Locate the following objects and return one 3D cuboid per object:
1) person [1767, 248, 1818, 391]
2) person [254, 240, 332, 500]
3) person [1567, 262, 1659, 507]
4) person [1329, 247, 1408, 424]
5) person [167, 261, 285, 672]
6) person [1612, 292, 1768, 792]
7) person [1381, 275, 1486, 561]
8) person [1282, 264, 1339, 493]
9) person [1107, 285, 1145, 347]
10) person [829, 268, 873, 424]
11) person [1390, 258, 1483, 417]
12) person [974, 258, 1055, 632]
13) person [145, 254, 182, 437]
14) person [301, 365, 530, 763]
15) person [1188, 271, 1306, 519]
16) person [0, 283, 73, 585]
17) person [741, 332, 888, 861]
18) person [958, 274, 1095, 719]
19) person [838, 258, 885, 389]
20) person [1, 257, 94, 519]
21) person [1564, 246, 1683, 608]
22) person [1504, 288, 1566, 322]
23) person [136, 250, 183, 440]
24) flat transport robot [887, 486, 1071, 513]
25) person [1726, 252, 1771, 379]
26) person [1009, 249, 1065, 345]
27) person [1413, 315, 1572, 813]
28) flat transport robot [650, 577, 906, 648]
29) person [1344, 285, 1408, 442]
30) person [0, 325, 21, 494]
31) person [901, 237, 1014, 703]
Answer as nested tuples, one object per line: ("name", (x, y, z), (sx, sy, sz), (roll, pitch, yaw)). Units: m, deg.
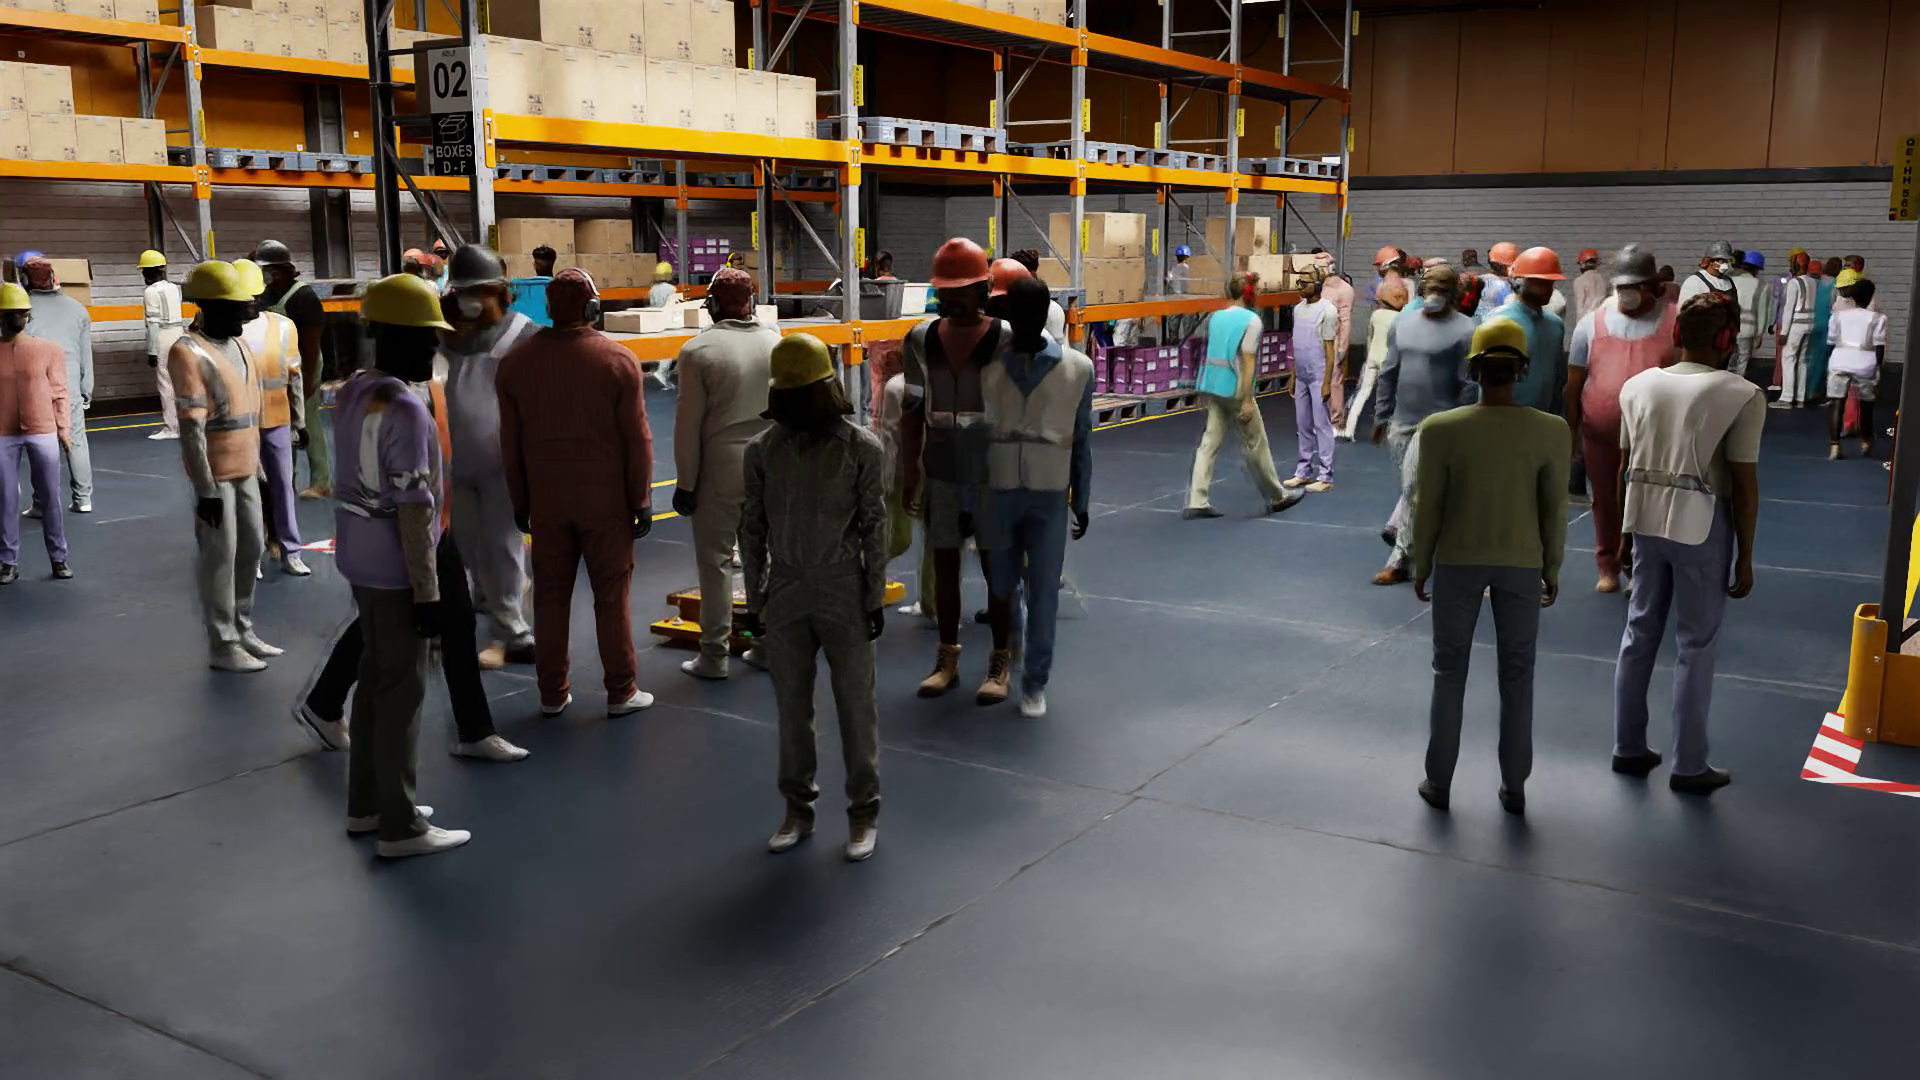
("person", (11.168, -2.950, 22.329), (0.586, 1.920, 0.384), (1, 10, 3))
("person", (-5.299, -1.332, 13.009), (0.689, 2.000, 0.537), (5, 11, 26))
("person", (5.067, -1.194, 12.527), (1.014, 1.930, 0.603), (0, 10, 2))
("person", (4.569, -2.206, 18.151), (1.017, 1.932, 0.614), (8, 13, 37))
("person", (-3.442, -0.341, 7.865), (0.392, 1.924, 0.640), (1, 10, 5))
("person", (2.662, 0.011, 6.143), (0.389, 1.837, 0.562), (-7, 12, -32))
("person", (3.074, -0.754, 10.478), (0.887, 1.797, 0.638), (-5, 11, -26))
("person", (2.837, -1.298, 13.408), (0.350, 1.837, 0.502), (-5, 11, -25))
("person", (2.230, -2.969, 22.631), (0.619, 1.845, 0.430), (-9, 14, -42))
("person", (-1.143, -2.190, 18.147), (0.600, 1.909, 0.398), (-5, 11, -24))
("person", (3.284, -0.999, 11.577), (0.396, 1.901, 0.652), (-9, 14, -41))
("person", (0.270, -0.485, 8.641), (0.386, 1.929, 0.543), (-6, 12, -32))
("person", (-8.200, -1.998, 17.137), (0.357, 1.883, 0.573), (-1, 10, -7))
("person", (-2.191, -0.066, 6.441), (0.952, 1.889, 0.601), (4, 11, 19))
("person", (2.079, -1.051, 12.128), (0.989, 1.788, 0.599), (-5, 11, -26))
("person", (-5.550, -0.626, 9.850), (0.530, 1.772, 0.302), (-6, 12, -30))
("person", (-0.481, 0.188, 5.449), (0.494, 1.730, 0.324), (2, 10, 12))
("person", (0.291, -0.225, 7.329), (0.597, 1.888, 0.844), (1, 10, 6))
("person", (-1.210, -2.668, 21.093), (0.933, 1.792, 0.557), (-8, 13, -38))
("person", (-6.685, -1.112, 12.192), (0.403, 1.902, 0.638), (7, 12, 32))
("person", (3.690, -0.650, 9.231), (0.685, 2.000, 1.014), (6, 12, 28))
("person", (4.906, -1.513, 14.412), (0.645, 1.900, 0.399), (-5, 11, -24))
("person", (-8.122, -1.977, 16.933), (0.397, 1.918, 0.589), (0, 10, 0))
("flat transport robot", (0.199, -0.368, 12.574), (1.431, 0.197, 0.652), (-9, 14, -42))
("person", (9.402, -2.540, 20.164), (0.709, 1.884, 0.986), (6, 12, 30))
("person", (0.481, -1.140, 12.194), (0.598, 1.958, 0.373), (7, 12, 35))
("person", (1.866, 0.092, 5.898), (0.525, 1.762, 0.339), (2, 10, 13))
("flat transport robot", (-0.933, 0.310, 8.820), (0.652, 0.197, 1.431), (6, 12, 29))
("person", (4.200, -1.756, 16.637), (0.827, 1.589, 0.573), (-6, 12, -32))
("person", (-7.711, -1.339, 13.043), (0.379, 2.041, 0.616), (1, 10, 8))
("person", (0.019, -0.294, 7.297), (0.611, 2.032, 0.411), (4, 11, 20))
